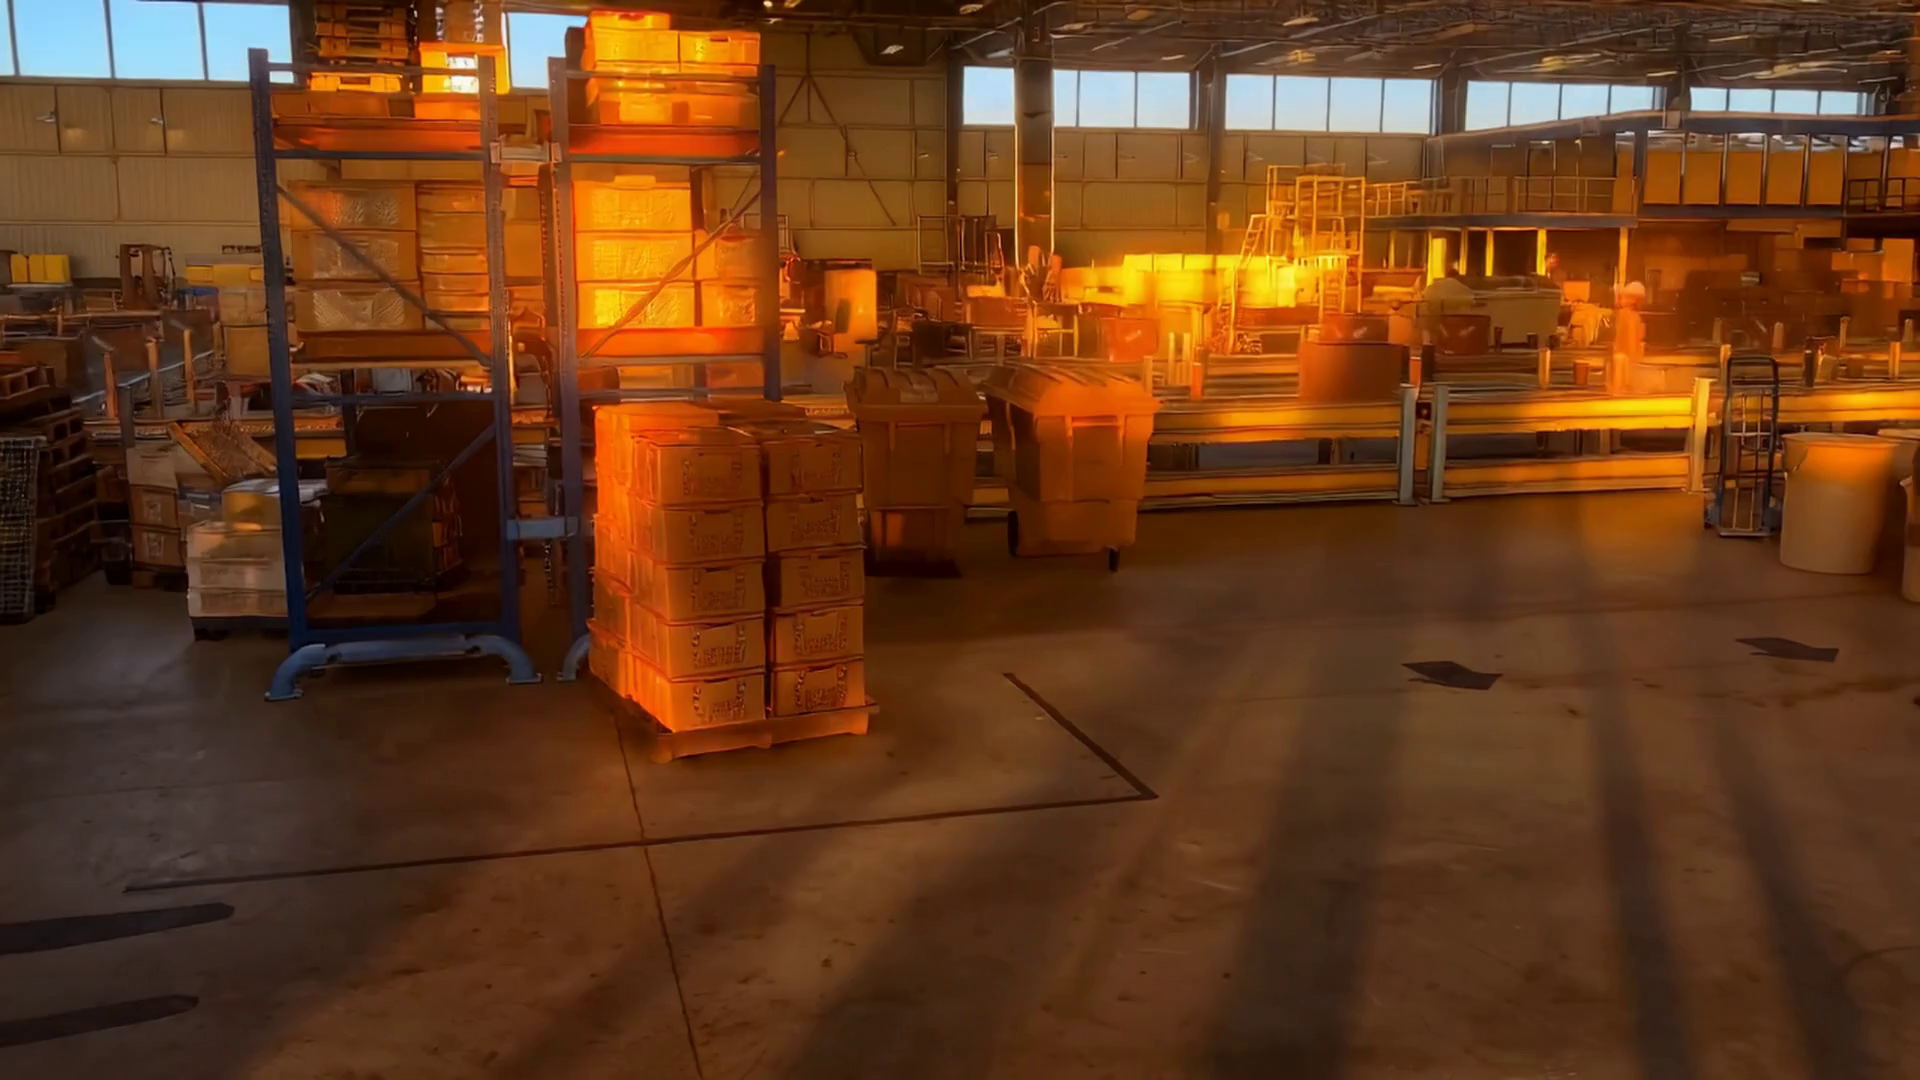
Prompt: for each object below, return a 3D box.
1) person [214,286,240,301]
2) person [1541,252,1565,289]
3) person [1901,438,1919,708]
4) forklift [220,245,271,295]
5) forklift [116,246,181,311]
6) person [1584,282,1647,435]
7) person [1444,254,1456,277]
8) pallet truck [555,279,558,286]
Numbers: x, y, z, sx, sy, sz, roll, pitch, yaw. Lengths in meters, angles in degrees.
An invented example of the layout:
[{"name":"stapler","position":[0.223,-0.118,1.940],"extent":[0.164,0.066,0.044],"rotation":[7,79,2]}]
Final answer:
[{"name":"person","position":[-16.205,-5.339,37.072],"extent":[0.659,1.859,0.974],"rotation":[7,12,34]},{"name":"person","position":[12.352,-4.983,34.615],"extent":[0.647,2.019,0.612],"rotation":[-5,11,-25]},{"name":"person","position":[4.552,-0.115,7.413],"extent":[0.648,1.895,0.452],"rotation":[0,10,-2]},{"name":"forklift","position":[-17.749,-6.334,41.440],"extent":[1.157,1.987,2.680],"rotation":[-3,10,-17]},{"name":"forklift","position":[-19.966,-6.232,40.894],"extent":[1.157,1.987,2.680],"rotation":[-3,10,-15]},{"name":"person","position":[7.395,-2.020,18.625],"extent":[0.816,1.734,0.529],"rotation":[-1,10,-8]},{"name":"person","position":[15.886,-8.325,53.905],"extent":[0.573,1.887,0.355],"rotation":[-8,13,-38]},{"name":"pallet truck","position":[-10.604,-6.375,44.520],"extent":[0.653,1.274,1.630],"rotation":[-3,10,-15]}]
